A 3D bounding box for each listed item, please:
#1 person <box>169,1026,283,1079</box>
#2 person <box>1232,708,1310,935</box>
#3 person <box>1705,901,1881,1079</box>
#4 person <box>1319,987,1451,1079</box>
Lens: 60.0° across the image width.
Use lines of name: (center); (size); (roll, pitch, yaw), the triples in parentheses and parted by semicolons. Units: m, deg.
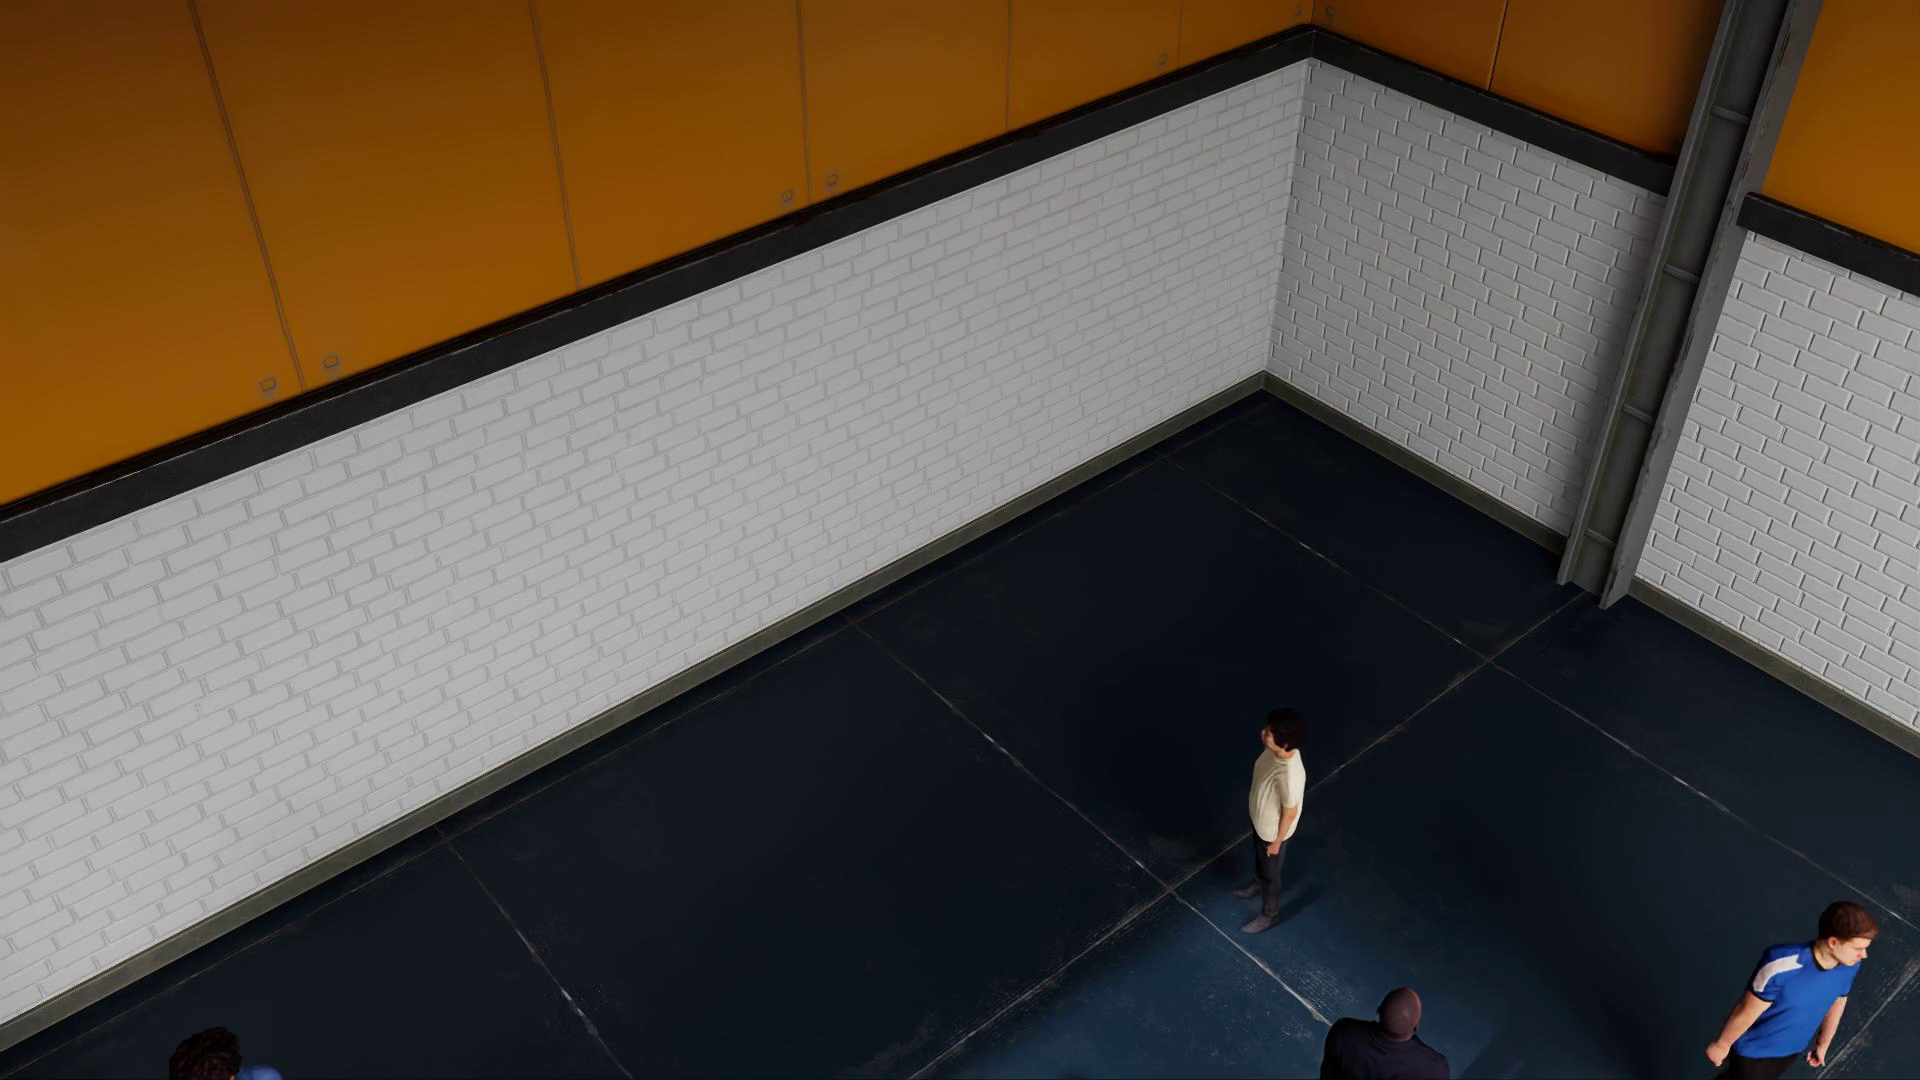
person: (-3.028, 2.713, 7.153); (0.627, 1.809, 0.720); (26, 46, 29)
person: (1.665, 1.490, 8.862); (0.709, 1.588, 0.622); (0, 39, -1)
person: (3.702, 2.230, 7.730); (0.801, 1.844, 0.816); (-10, 40, -13)
person: (1.803, 2.572, 7.322); (0.704, 1.819, 0.840); (15, 41, 18)
